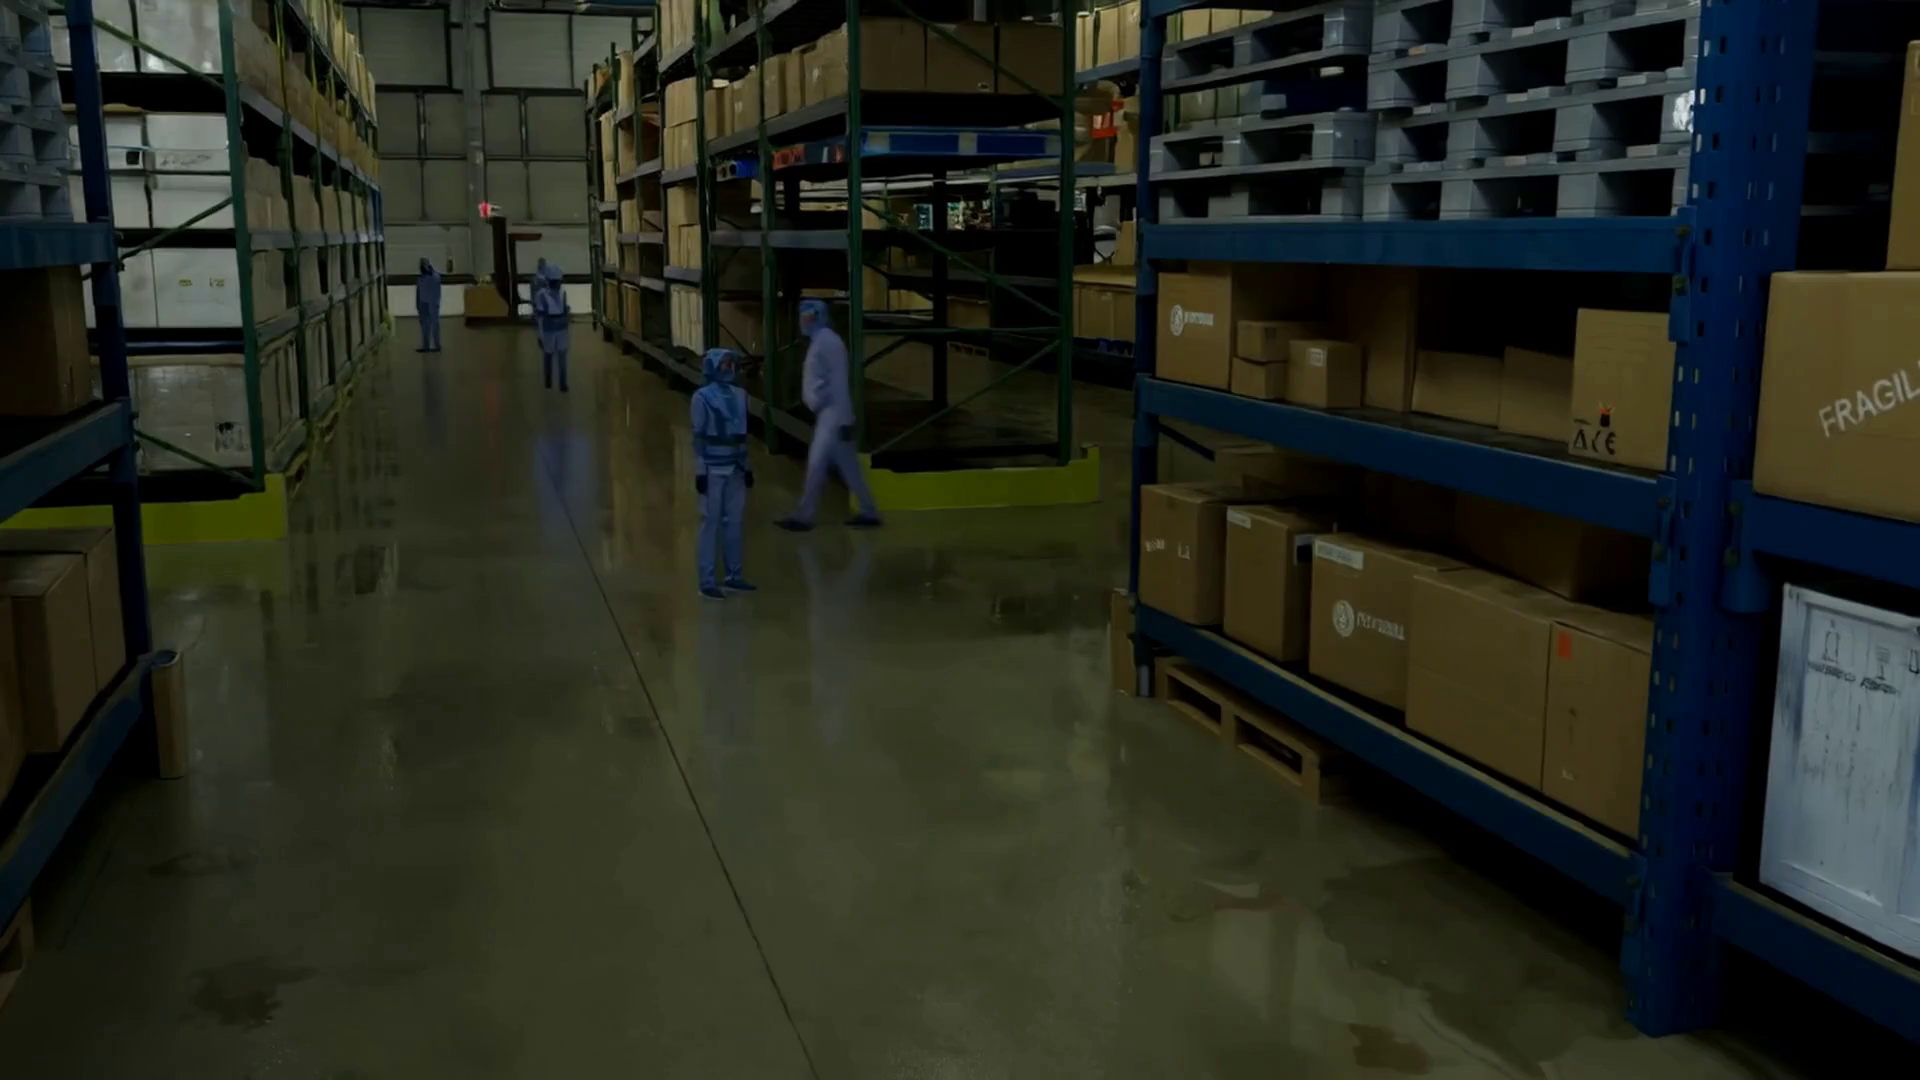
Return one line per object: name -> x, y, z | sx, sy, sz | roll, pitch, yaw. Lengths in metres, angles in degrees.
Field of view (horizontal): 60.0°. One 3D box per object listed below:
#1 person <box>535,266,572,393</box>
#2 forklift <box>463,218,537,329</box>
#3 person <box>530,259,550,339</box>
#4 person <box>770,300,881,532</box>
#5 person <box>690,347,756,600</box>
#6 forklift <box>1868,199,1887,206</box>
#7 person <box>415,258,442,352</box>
person -> -6.196, -3.216, 25.378 | 0.551, 1.911, 0.832 | -4, 11, -20
forklift -> -11.747, -6.828, 42.498 | 1.873, 2.768, 1.129 | -3, 11, -17
person -> -8.669, -4.910, 34.707 | 0.556, 1.896, 0.970 | -3, 11, -16
person -> -1.073, -0.991, 13.353 | 0.938, 1.846, 0.660 | -2, 11, -11
person -> -1.550, -0.439, 10.878 | 0.307, 1.639, 0.525 | 7, 12, 33
forklift -> 11.338, -2.915, 21.052 | 1.129, 2.768, 1.873 | -3, 11, -17
person -> -10.938, -4.816, 34.144 | 0.643, 1.908, 0.406 | 5, 12, 26
